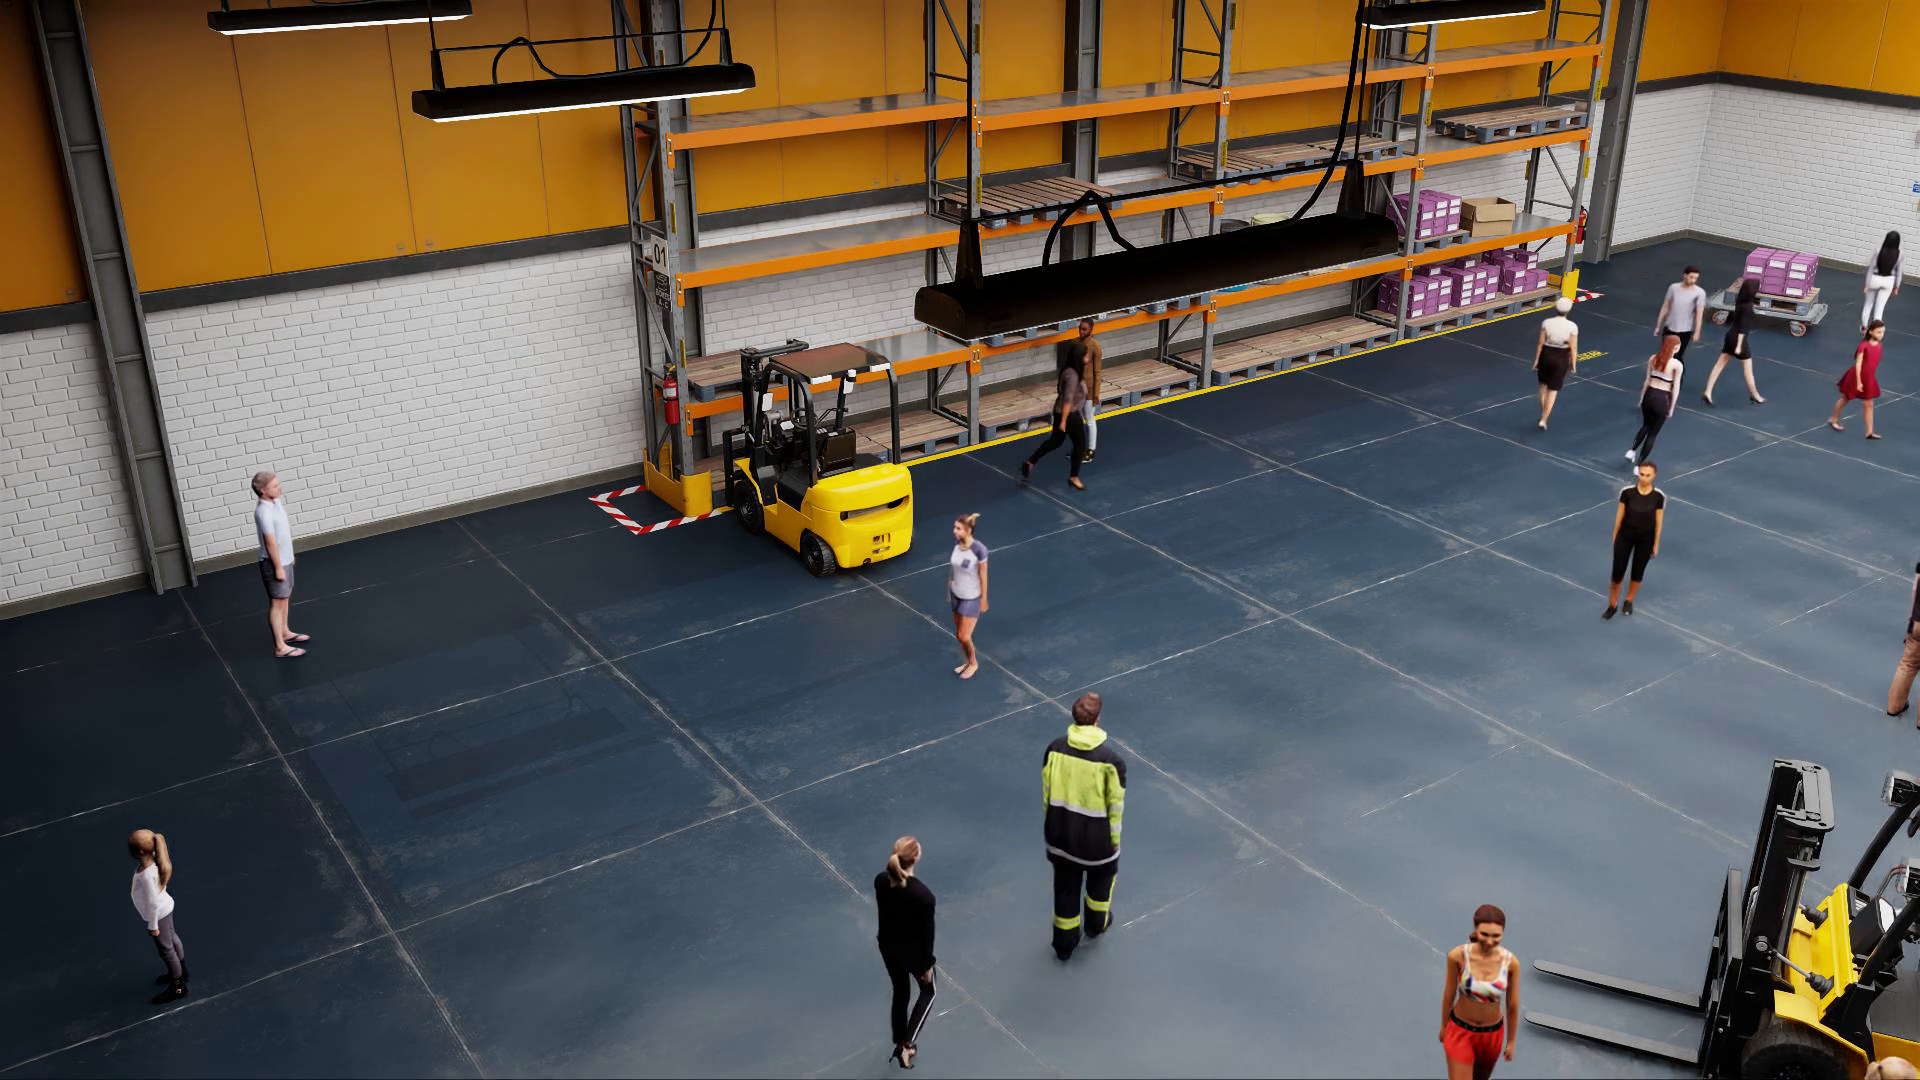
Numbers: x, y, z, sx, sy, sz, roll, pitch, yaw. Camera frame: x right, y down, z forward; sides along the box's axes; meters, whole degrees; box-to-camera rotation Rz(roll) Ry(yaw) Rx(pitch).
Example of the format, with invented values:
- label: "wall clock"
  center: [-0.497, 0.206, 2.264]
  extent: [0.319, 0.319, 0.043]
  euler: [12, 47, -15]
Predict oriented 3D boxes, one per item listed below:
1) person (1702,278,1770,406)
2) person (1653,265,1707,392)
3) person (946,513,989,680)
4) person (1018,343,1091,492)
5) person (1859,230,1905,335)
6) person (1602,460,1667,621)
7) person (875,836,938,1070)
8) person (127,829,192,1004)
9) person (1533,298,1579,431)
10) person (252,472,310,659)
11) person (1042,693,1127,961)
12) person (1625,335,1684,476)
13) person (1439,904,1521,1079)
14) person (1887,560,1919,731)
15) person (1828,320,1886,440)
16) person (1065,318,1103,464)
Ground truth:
- label: "person"
  center: [10.265, -2.601, 22.199]
  extent: [1.161, 1.765, 1.041]
  euler: [1, 24, 3]
- label: "person"
  center: [9.850, -2.870, 22.711]
  extent: [0.775, 1.848, 0.743]
  euler: [-18, 29, -35]
- label: "person"
  center: [0.122, 0.502, 15.296]
  extent: [0.605, 1.608, 0.590]
  euler: [-19, 30, -37]
- label: "person"
  center: [1.161, -1.409, 19.436]
  extent: [1.159, 1.793, 0.984]
  euler: [-3, 24, -8]
- label: "person"
  center: [13.805, -3.762, 24.946]
  extent: [0.928, 1.693, 1.130]
  euler: [12, 26, 25]
- label: "person"
  center: [6.718, -0.039, 16.486]
  extent: [0.795, 1.646, 0.896]
  euler: [10, 26, 23]
- label: "person"
  center: [-0.376, 2.622, 10.336]
  extent: [0.743, 1.697, 0.784]
  euler: [12, 26, 25]
- label: "person"
  center: [-5.372, 2.493, 11.153]
  extent: [0.573, 1.279, 0.553]
  euler: [-7, 25, -15]
- label: "person"
  center: [7.599, -2.224, 21.380]
  extent: [0.840, 1.730, 0.987]
  euler: [15, 28, 30]
- label: "person"
  center: [-6.466, 0.204, 15.703]
  extent: [0.697, 1.829, 0.714]
  euler: [-4, 24, -9]
- label: "person"
  center: [0.810, 2.012, 11.410]
  extent: [0.990, 1.954, 1.047]
  euler: [10, 26, 22]
- label: "person"
  center: [8.345, -1.619, 20.002]
  extent: [0.619, 1.726, 0.595]
  euler: [-16, 28, -32]
- label: "person"
  center: [3.012, 2.850, 9.734]
  extent: [1.056, 1.760, 1.134]
  euler: [4, 24, 10]
- label: "person"
  center: [8.460, 0.741, 14.459]
  extent: [0.658, 1.841, 0.730]
  euler: [-10, 25, -21]
- label: "person"
  center: [11.497, -2.078, 21.321]
  extent: [1.074, 1.510, 0.864]
  euler: [-5, 24, -12]
- label: "person"
  center: [1.537, -1.866, 20.453]
  extent: [0.672, 1.816, 0.620]
  euler: [21, 31, 39]
